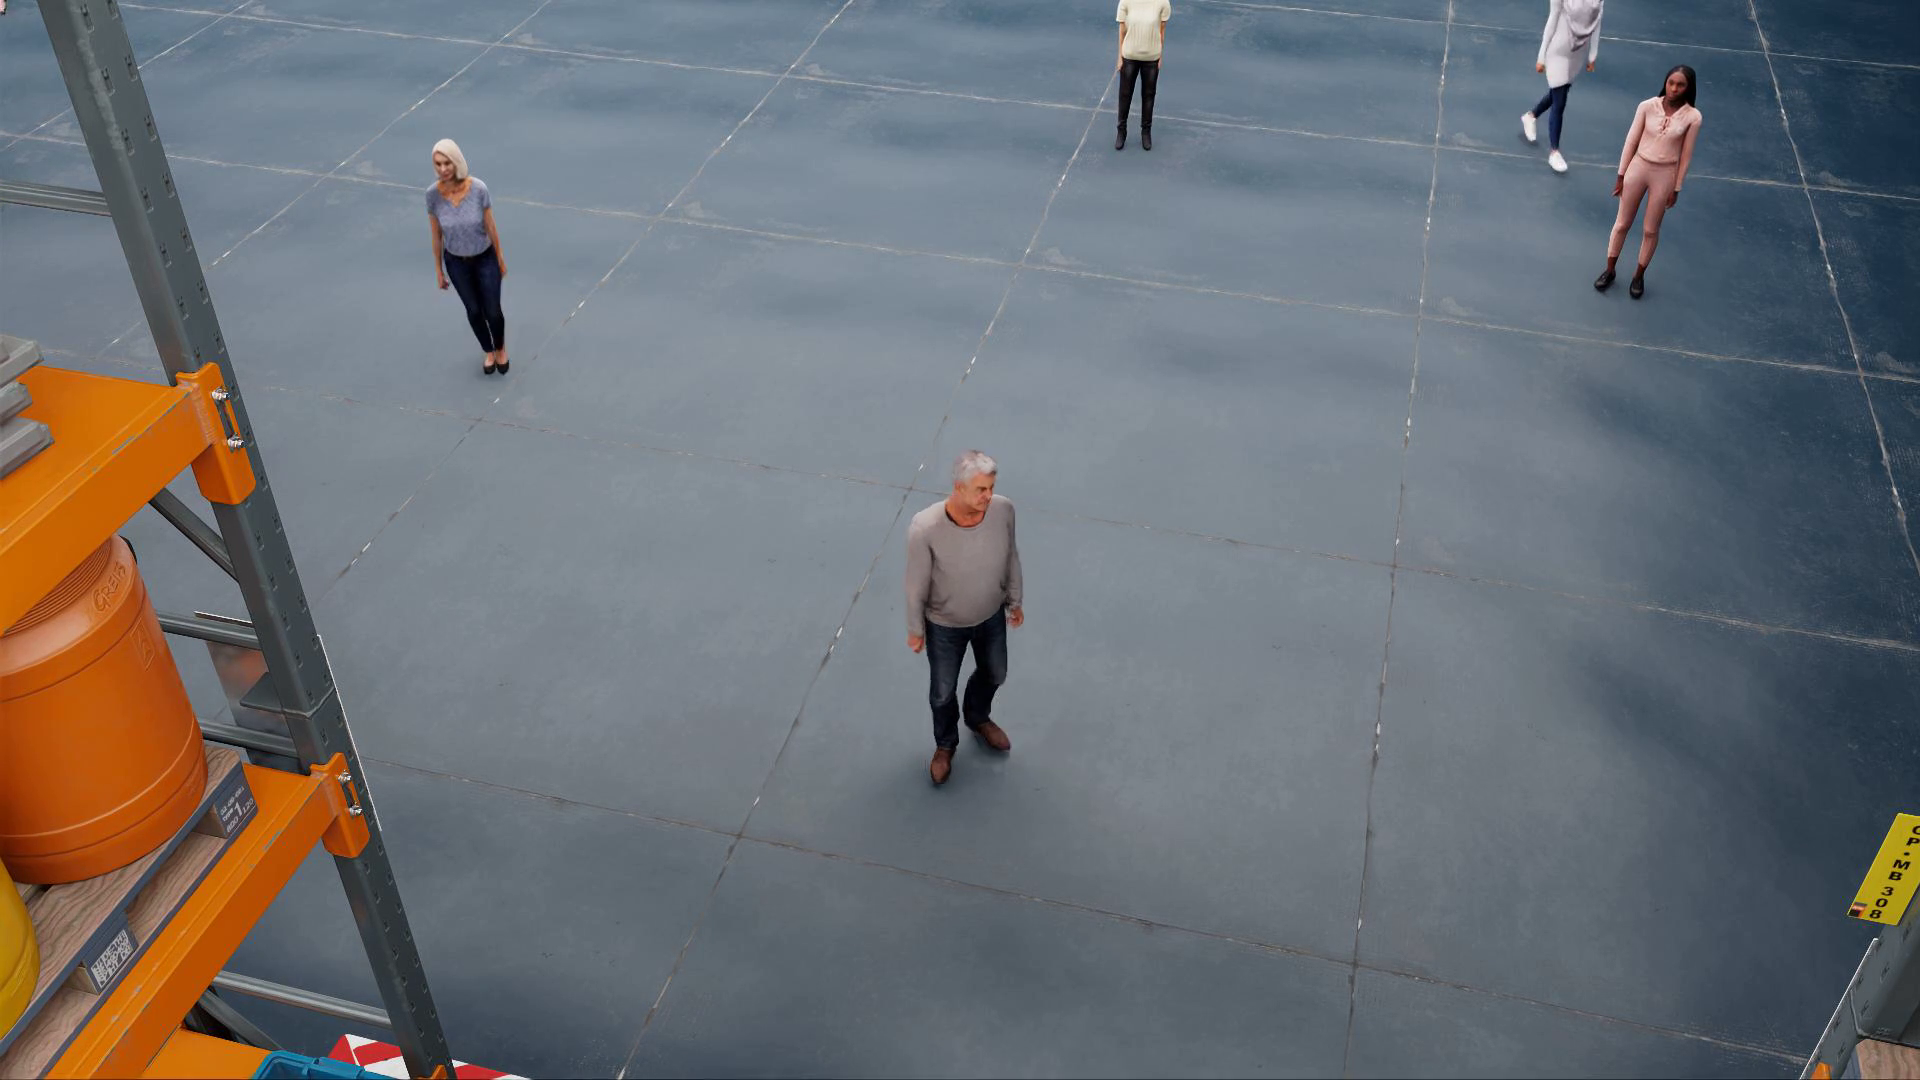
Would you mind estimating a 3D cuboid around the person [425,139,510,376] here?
[{"bbox_3d":[-3.255,-1.907,11.122,0.691,1.709,0.711,-4,38,-5],"label":"person"}]

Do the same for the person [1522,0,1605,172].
[{"bbox_3d":[4.995,-4.026,13.803,0.959,1.743,1.209,-7,39,-9],"label":"person"}]

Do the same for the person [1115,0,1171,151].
[{"bbox_3d":[1.516,-4.071,13.988,0.628,1.587,0.538,2,38,3],"label":"person"}]

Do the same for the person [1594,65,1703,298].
[{"bbox_3d":[4.976,-2.588,11.983,0.663,1.722,0.617,19,42,22],"label":"person"}]

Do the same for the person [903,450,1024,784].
[{"bbox_3d":[0.020,0.356,8.077,0.865,1.898,0.882,-10,39,-12],"label":"person"}]
